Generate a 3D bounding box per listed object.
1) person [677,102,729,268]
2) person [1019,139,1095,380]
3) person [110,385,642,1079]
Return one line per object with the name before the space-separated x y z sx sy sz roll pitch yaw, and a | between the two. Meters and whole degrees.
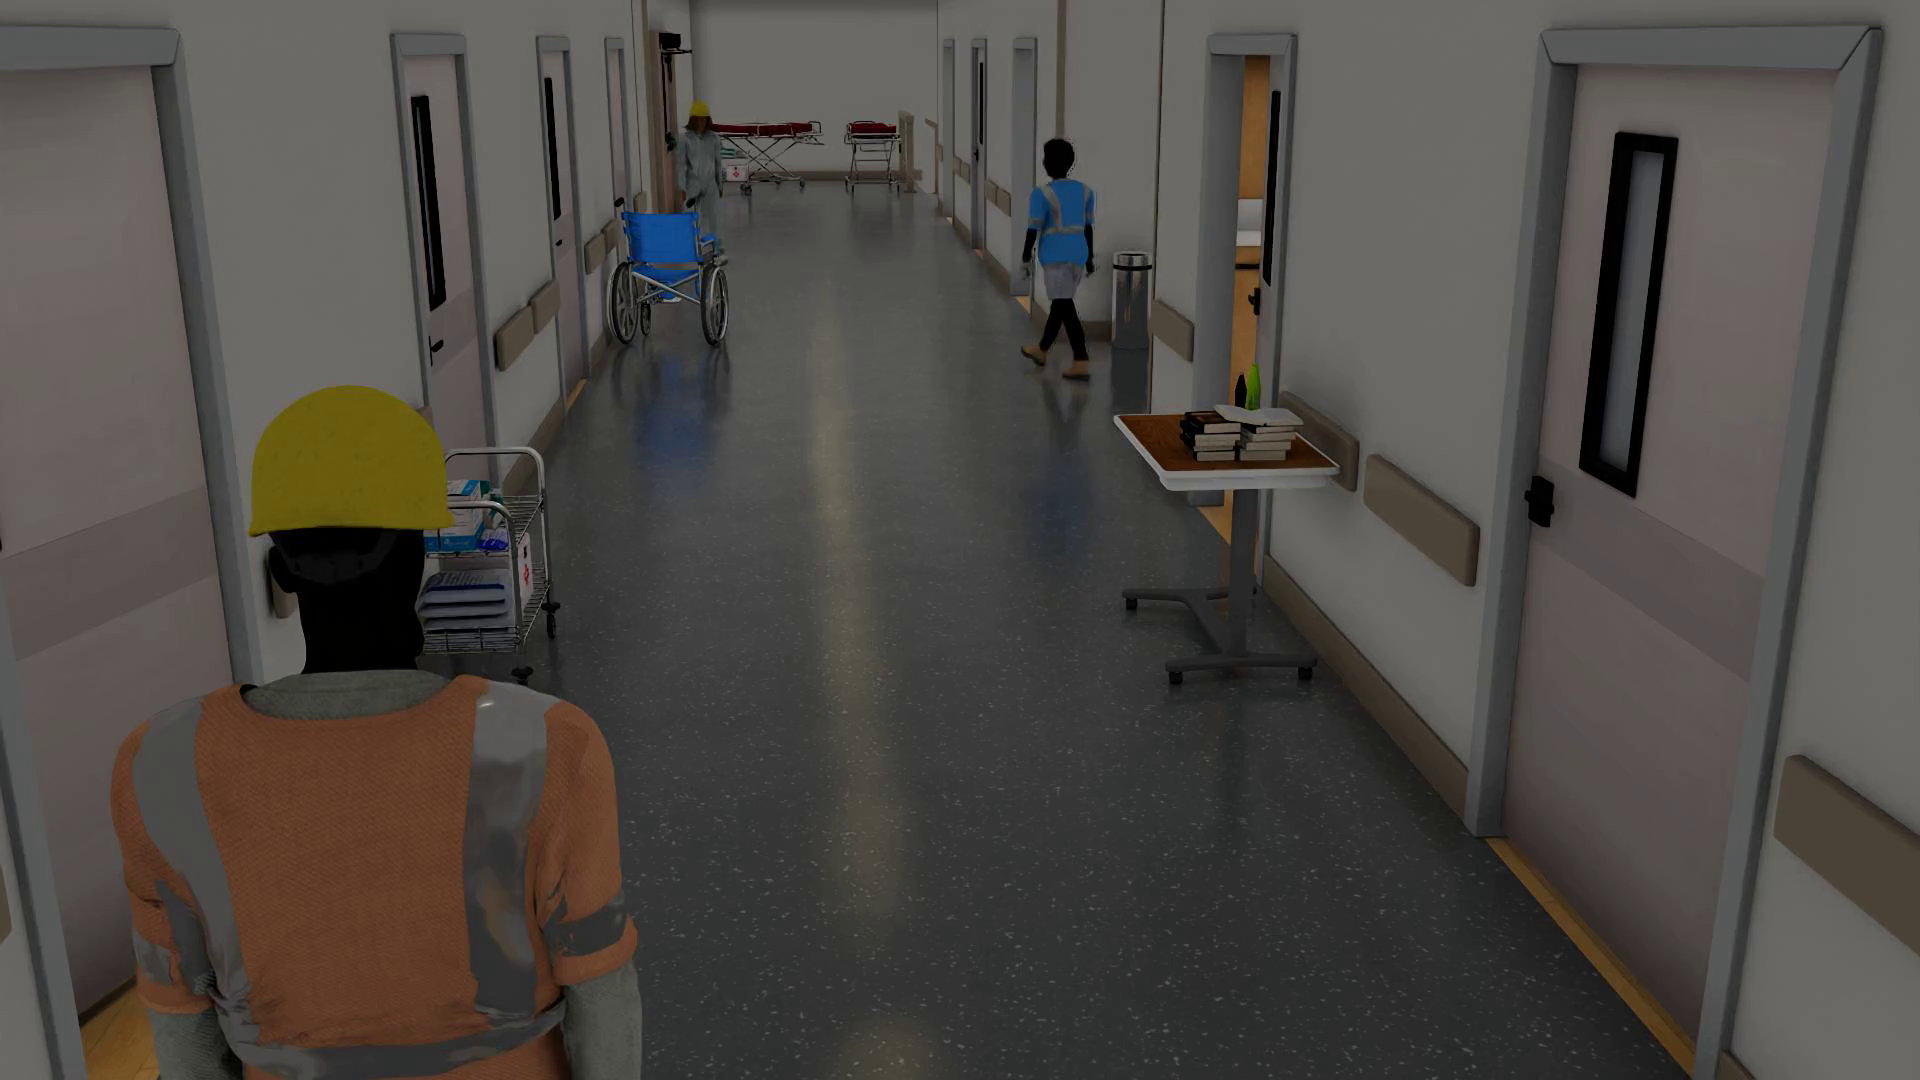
person | -2.693 -3.707 17.414 0.505 1.691 0.880 -8 18 -24
person | 0.678 -1.988 11.756 0.549 1.640 0.881 -14 21 -38
person | -0.690 0.757 2.126 0.585 1.920 0.373 -2 17 -5
